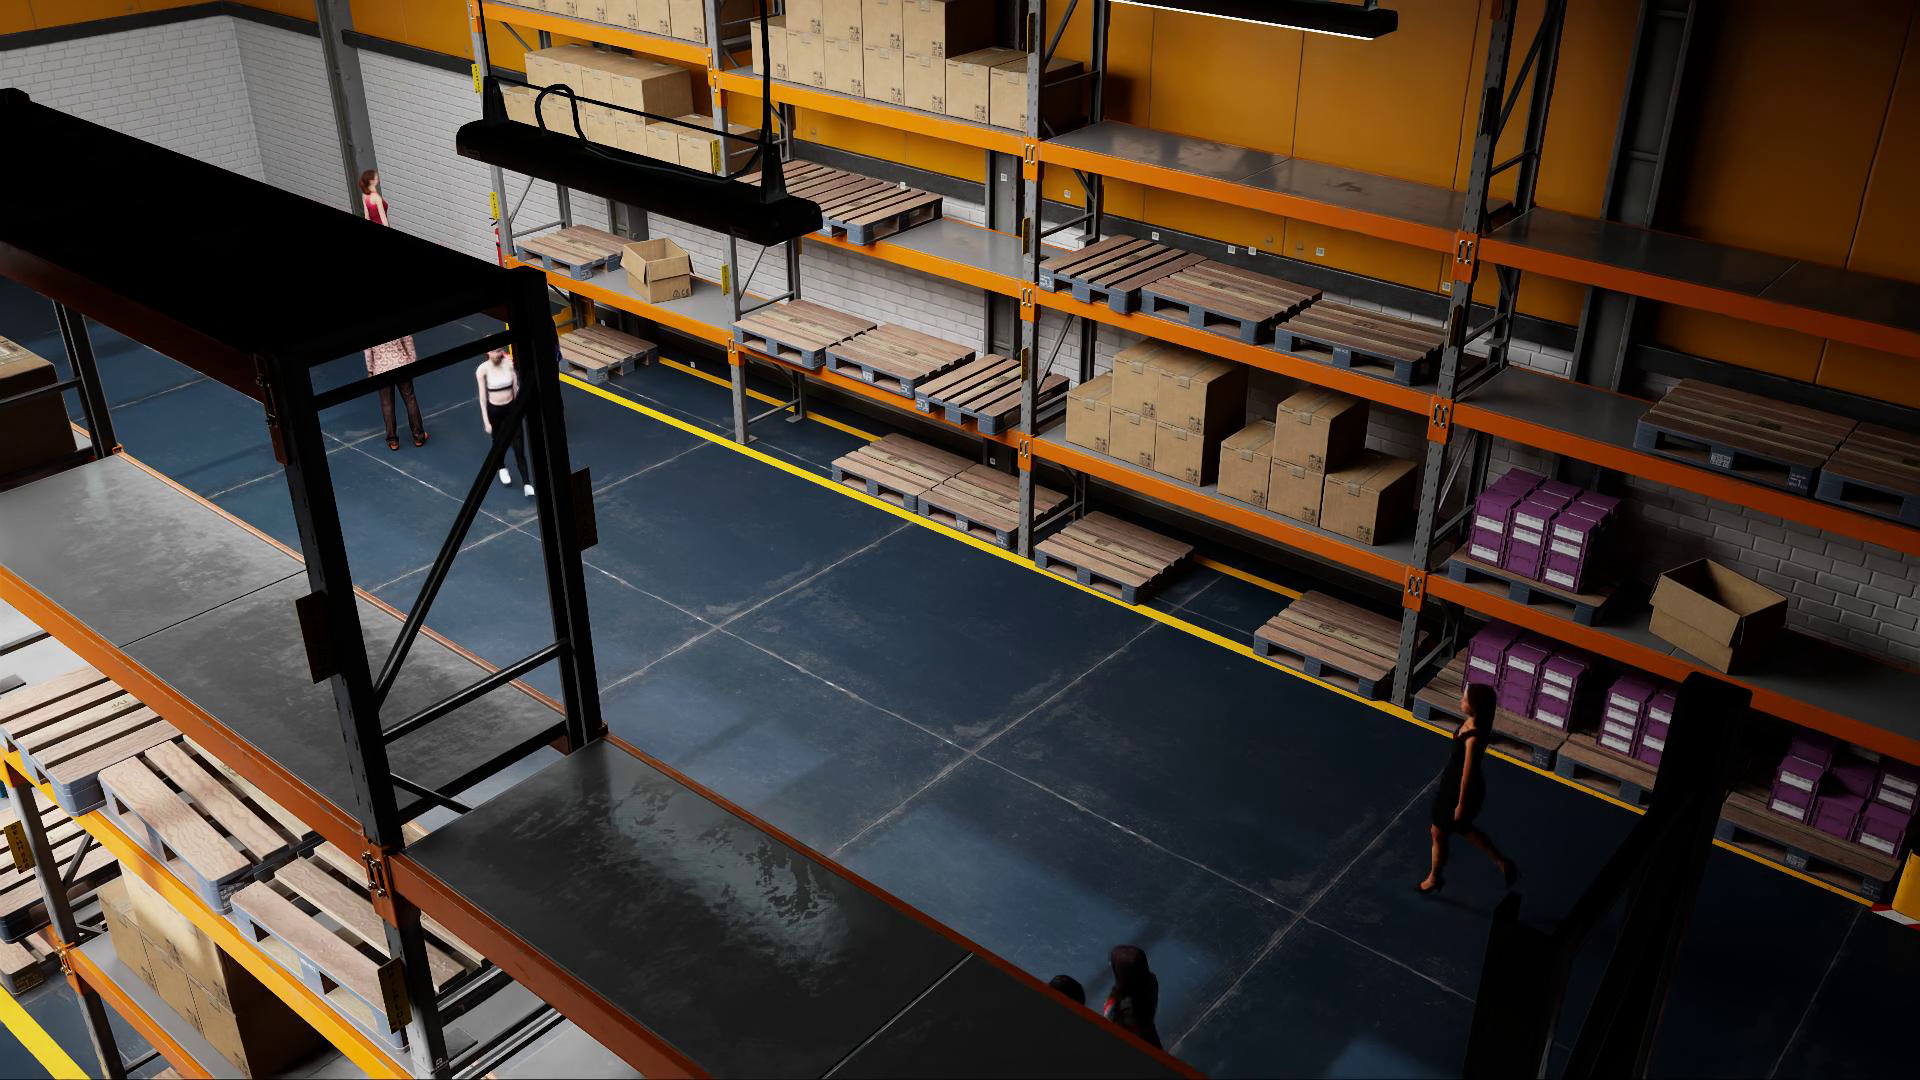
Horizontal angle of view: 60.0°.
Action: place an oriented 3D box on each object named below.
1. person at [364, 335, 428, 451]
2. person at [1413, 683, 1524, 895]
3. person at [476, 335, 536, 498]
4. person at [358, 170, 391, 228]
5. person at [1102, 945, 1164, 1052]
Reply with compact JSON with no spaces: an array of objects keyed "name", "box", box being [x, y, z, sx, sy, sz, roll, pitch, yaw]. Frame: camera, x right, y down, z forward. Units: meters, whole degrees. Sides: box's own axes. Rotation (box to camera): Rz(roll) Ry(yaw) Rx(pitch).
[{"name":"person","box":[-6.157,-1.854,18.049,0.781,1.808,0.790,-8,30,-14]},{"name":"person","box":[3.528,1.776,11.385,1.014,1.817,0.793,9,30,15]},{"name":"person","box":[-4.754,-1.307,17.162,0.859,1.697,1.204,-16,33,-27]},{"name":"person","box":[-7.734,-4.081,22.188,0.513,1.753,0.637,18,33,30]},{"name":"person","box":[1.035,2.973,9.438,0.769,1.580,1.010,-17,33,-29]}]
